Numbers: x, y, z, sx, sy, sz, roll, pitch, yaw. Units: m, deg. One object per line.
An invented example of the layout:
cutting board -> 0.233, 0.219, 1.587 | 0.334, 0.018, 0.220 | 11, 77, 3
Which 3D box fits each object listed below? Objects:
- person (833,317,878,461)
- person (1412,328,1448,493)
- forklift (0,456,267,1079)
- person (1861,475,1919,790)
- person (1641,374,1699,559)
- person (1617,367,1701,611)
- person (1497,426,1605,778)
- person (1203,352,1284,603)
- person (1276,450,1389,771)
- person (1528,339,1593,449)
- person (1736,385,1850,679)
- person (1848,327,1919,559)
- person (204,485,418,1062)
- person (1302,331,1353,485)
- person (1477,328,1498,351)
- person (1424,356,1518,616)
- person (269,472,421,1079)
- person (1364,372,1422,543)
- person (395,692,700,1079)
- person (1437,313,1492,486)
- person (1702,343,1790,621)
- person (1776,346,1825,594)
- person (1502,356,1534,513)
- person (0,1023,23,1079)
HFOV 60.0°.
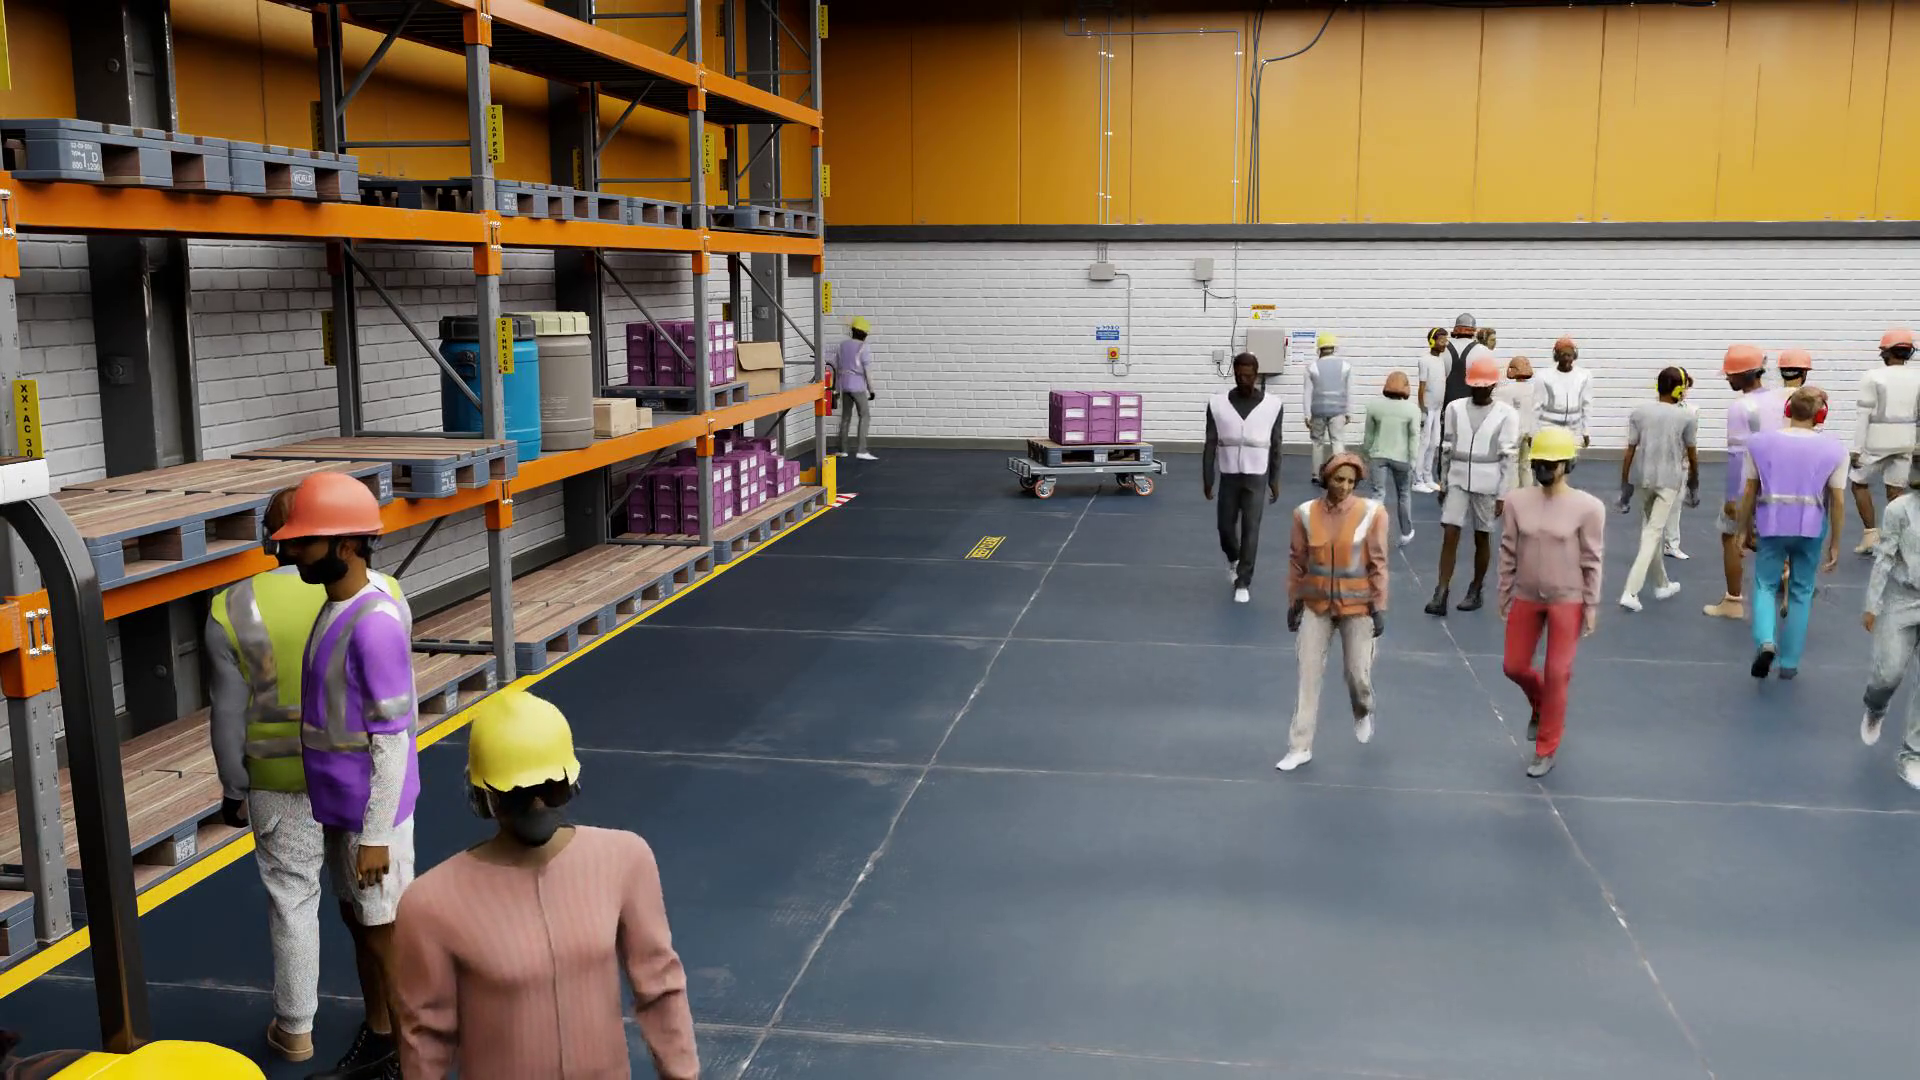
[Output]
person -> -1.417, -2.011, 22.165 | 0.801, 1.903, 0.407 | 9, 13, 44
person -> 5.353, -1.469, 18.852 | 0.310, 1.864, 0.533 | 9, 13, 42
forklift -> -2.328, 0.975, 2.765 | 2.313, 2.155, 1.214 | 1, 9, 9
person -> 4.745, 0.330, 8.214 | 0.536, 1.706, 0.614 | 3, 10, 18
person -> 6.159, -0.638, 14.421 | 0.514, 1.639, 0.310 | -2, 10, -14
person -> 5.201, -0.388, 12.412 | 1.052, 1.806, 0.491 | -8, 12, -42
person -> 2.975, 0.288, 8.350 | 0.532, 1.749, 0.522 | 8, 12, 40
person -> 2.173, -0.499, 12.783 | 0.594, 1.899, 0.692 | 2, 9, 14
person -> 1.915, 0.341, 8.416 | 0.543, 1.621, 0.608 | 6, 11, 31
person -> 6.006, -1.101, 16.707 | 0.591, 1.843, 0.705 | 0, 9, -2
person -> 5.036, -0.032, 10.102 | 0.587, 1.817, 0.564 | 5, 11, 29
person -> 7.970, -0.813, 14.309 | 0.651, 2.022, 0.498 | 0, 9, 2
person -> -2.052, 0.737, 5.320 | 0.622, 1.843, 0.429 | -5, 11, -29
person -> 4.241, -1.495, 19.170 | 0.598, 1.812, 0.714 | 0, 9, 1
person -> 6.365, -1.634, 20.007 | 0.764, 1.815, 0.526 | 5, 10, 26
person -> 3.674, -0.369, 11.973 | 0.568, 1.893, 0.896 | 6, 11, 32
person -> -1.770, 0.764, 4.853 | 0.361, 1.938, 0.545 | -6, 11, -34
person -> 3.915, -0.721, 15.072 | 0.519, 1.595, 0.824 | 4, 10, 24
person -> -0.800, 1.130, 3.294 | 0.538, 1.710, 0.921 | -7, 12, -38
person -> 5.786, -1.605, 19.148 | 0.678, 2.000, 0.537 | 5, 11, 29
person -> 5.629, -0.381, 11.705 | 0.634, 2.010, 0.675 | -5, 11, -29
person -> 6.380, -0.525, 12.822 | 0.390, 1.925, 0.580 | -6, 11, -35
person -> 5.742, -1.077, 17.141 | 0.499, 1.633, 0.286 | -6, 11, -31
person -> -0.874, 1.319, 1.376 | 0.630, 1.951, 0.657 | 3, 10, 20
